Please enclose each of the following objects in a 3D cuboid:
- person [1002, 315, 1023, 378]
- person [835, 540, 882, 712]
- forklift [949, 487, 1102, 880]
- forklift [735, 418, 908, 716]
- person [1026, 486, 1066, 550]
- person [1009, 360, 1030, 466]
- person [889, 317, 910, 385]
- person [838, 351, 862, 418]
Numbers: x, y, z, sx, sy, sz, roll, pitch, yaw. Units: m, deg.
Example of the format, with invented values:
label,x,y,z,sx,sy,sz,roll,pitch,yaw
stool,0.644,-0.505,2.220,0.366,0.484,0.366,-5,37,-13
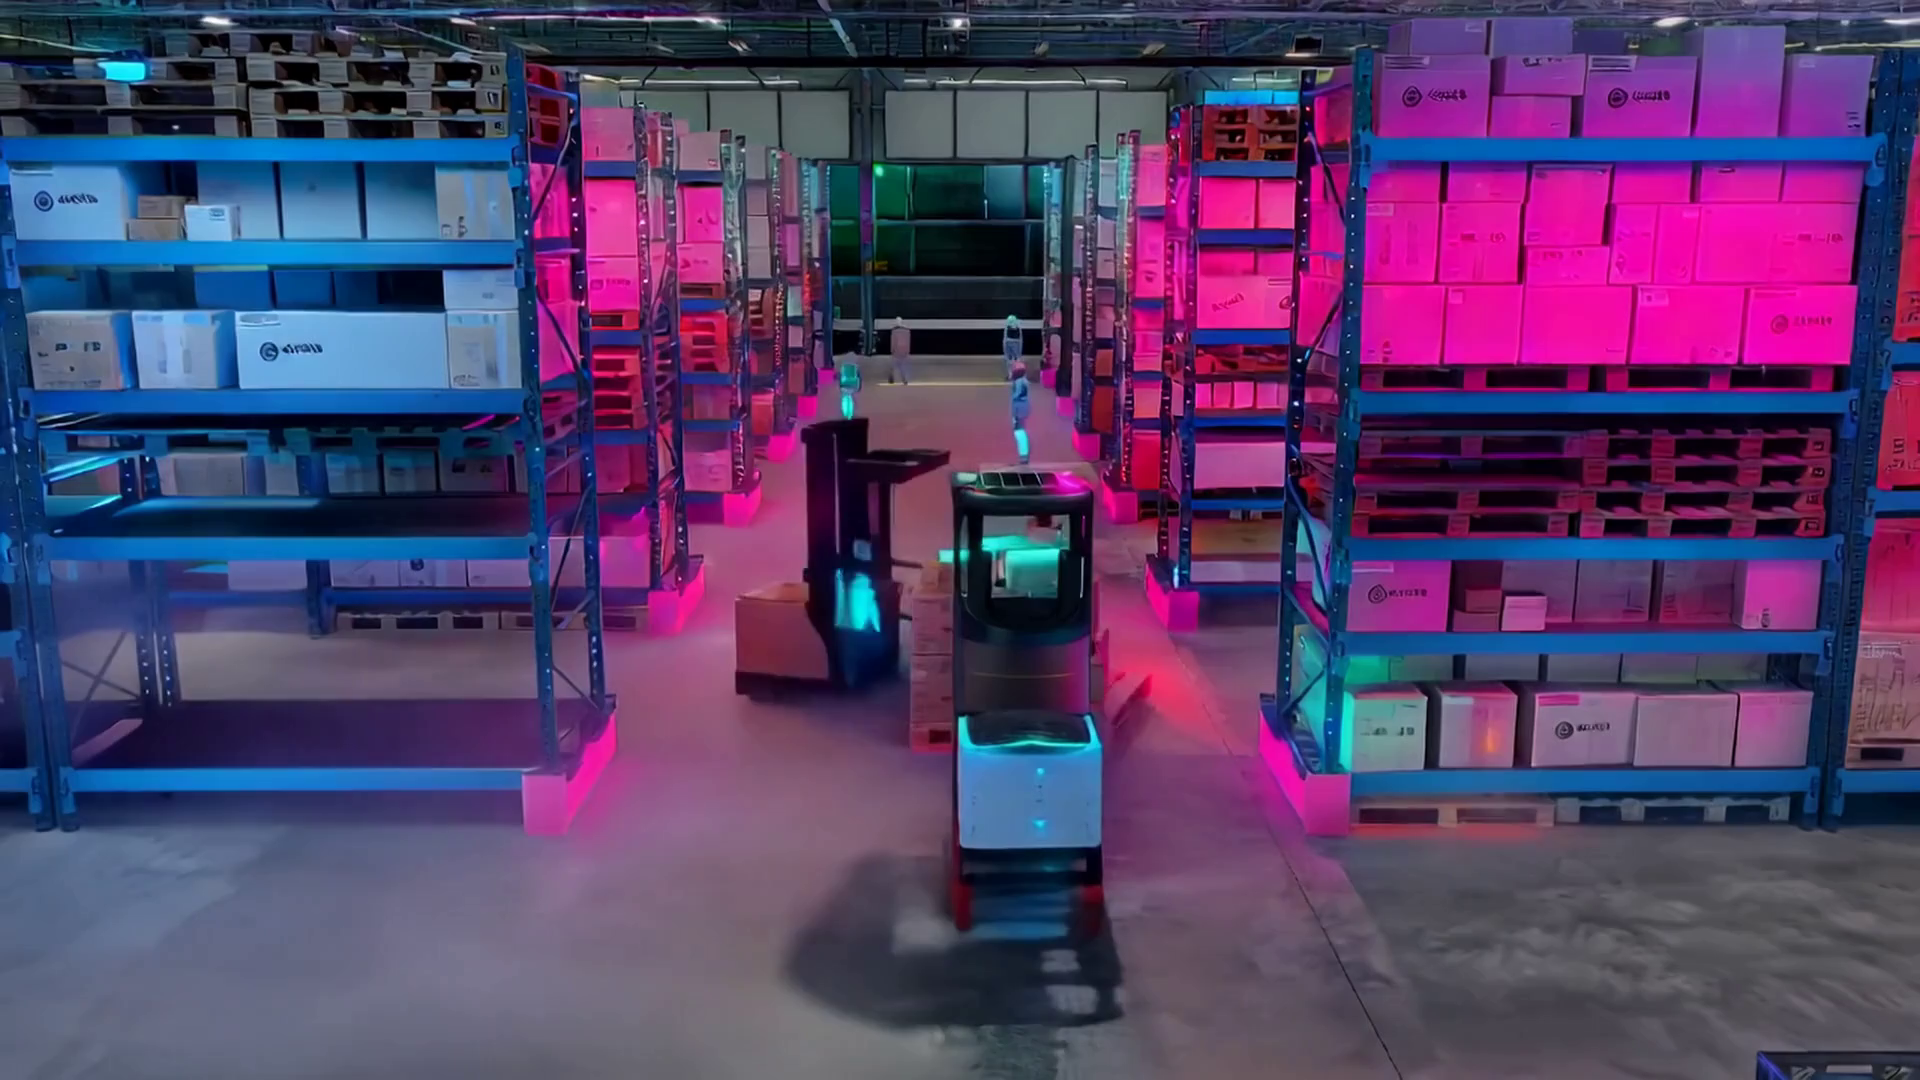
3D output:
label,x,y,z,sx,sy,sz,roll,pitch,yaw
person,1.527,-5.567,47.927,0.624,1.825,0.426,6,13,27
person,-1.038,0.846,16.390,0.548,1.727,0.453,10,15,41
forklift,0.495,0.986,12.813,1.129,2.768,1.873,0,11,-2
forklift,-1.244,0.202,16.697,1.873,2.768,1.129,4,12,19
person,1.034,0.069,20.358,0.535,1.670,0.711,4,12,20
person,1.127,-2.434,31.891,0.407,2.035,0.601,3,12,17
person,-1.706,-5.233,46.128,0.657,1.885,0.689,-7,13,-32
person,-2.514,-3.494,38.030,0.550,1.664,0.764,-1,11,-6
